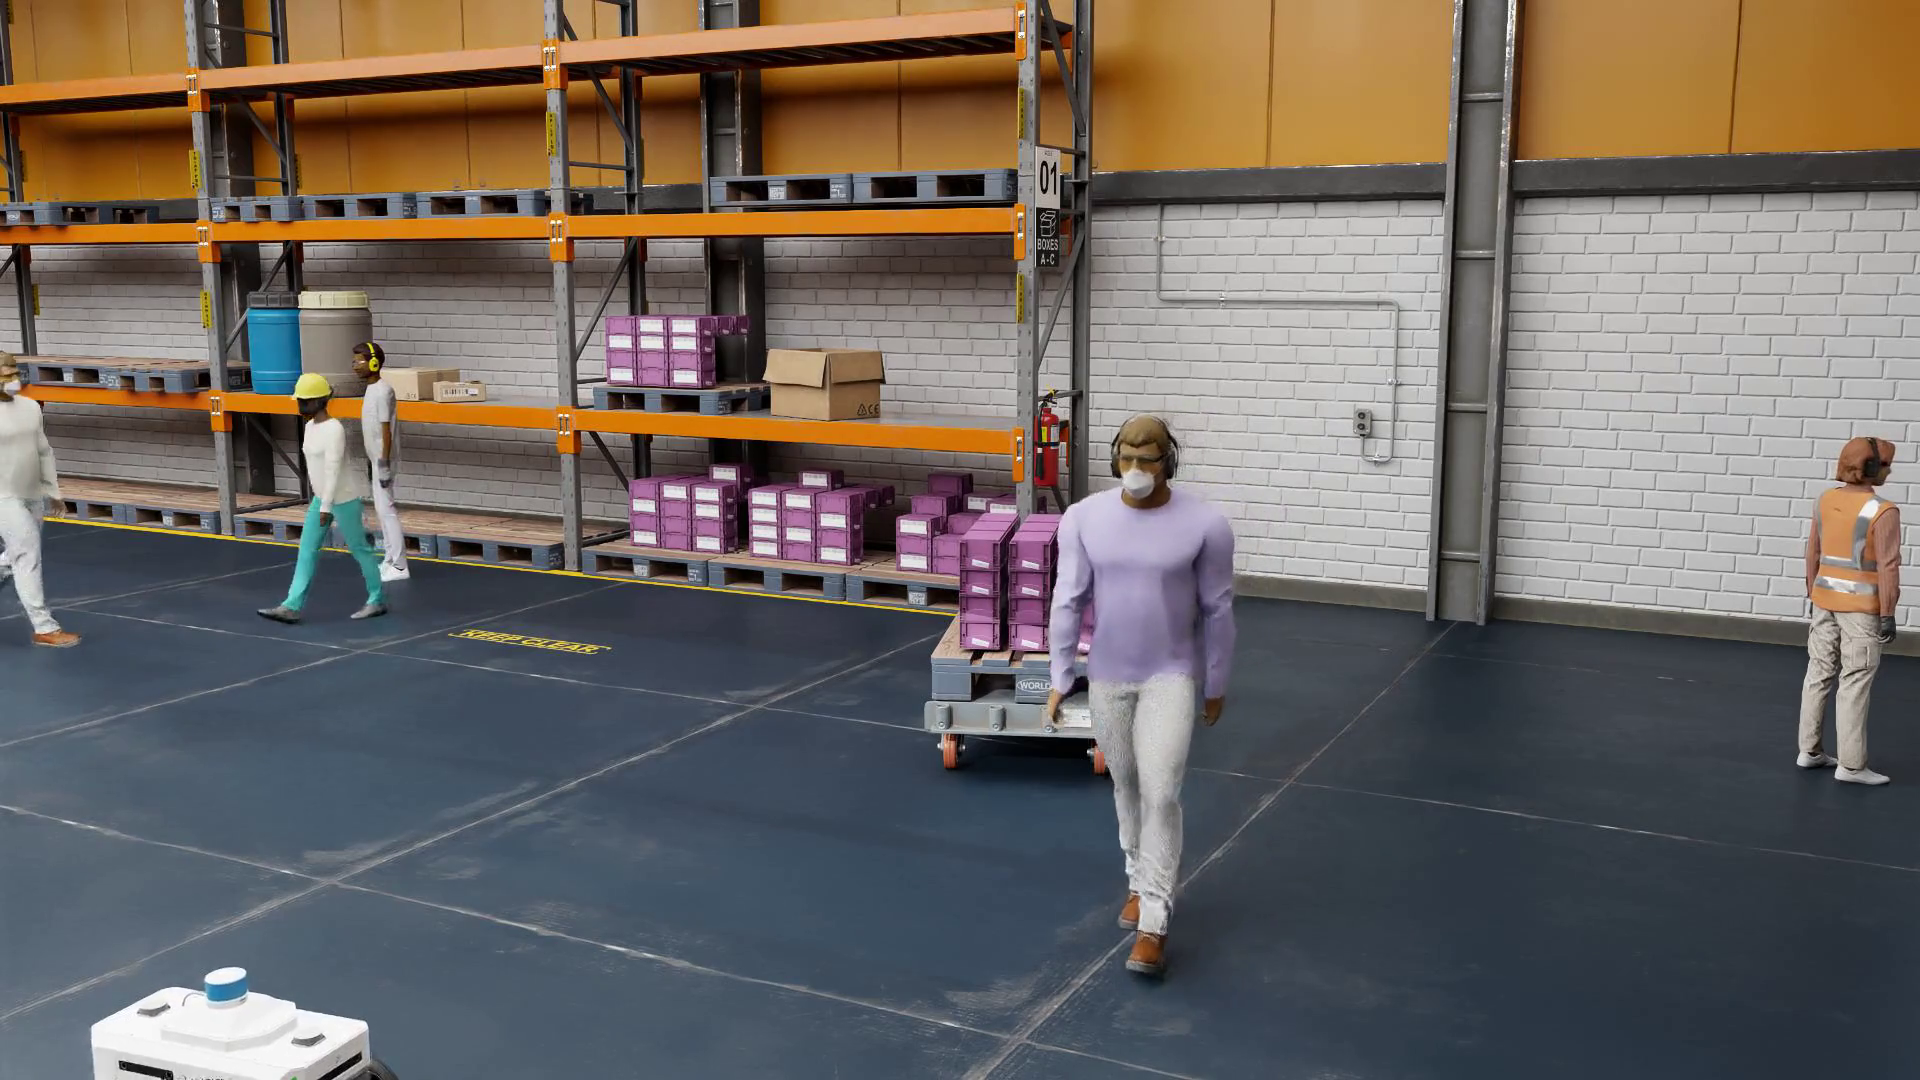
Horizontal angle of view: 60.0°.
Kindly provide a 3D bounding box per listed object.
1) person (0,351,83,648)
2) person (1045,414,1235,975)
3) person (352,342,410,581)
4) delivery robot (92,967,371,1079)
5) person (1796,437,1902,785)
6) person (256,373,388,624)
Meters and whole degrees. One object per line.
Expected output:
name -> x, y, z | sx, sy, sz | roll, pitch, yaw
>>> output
person -> -6.133, -0.262, 10.668 | 0.925, 1.913, 0.629 | 1, 9, 7
person -> 0.606, 0.522, 5.832 | 0.628, 1.902, 0.884 | 4, 10, 21
person -> -4.523, -0.606, 12.961 | 0.320, 1.860, 0.505 | -5, 11, -29
delivery robot -> -1.934, 1.381, 4.415 | 0.707, 0.478, 0.477 | 3, 10, 20
person -> 4.207, 0.329, 7.858 | 0.308, 1.636, 0.524 | -2, 9, -14
person -> -4.321, -0.268, 11.269 | 0.537, 1.713, 0.898 | 9, 13, 43
